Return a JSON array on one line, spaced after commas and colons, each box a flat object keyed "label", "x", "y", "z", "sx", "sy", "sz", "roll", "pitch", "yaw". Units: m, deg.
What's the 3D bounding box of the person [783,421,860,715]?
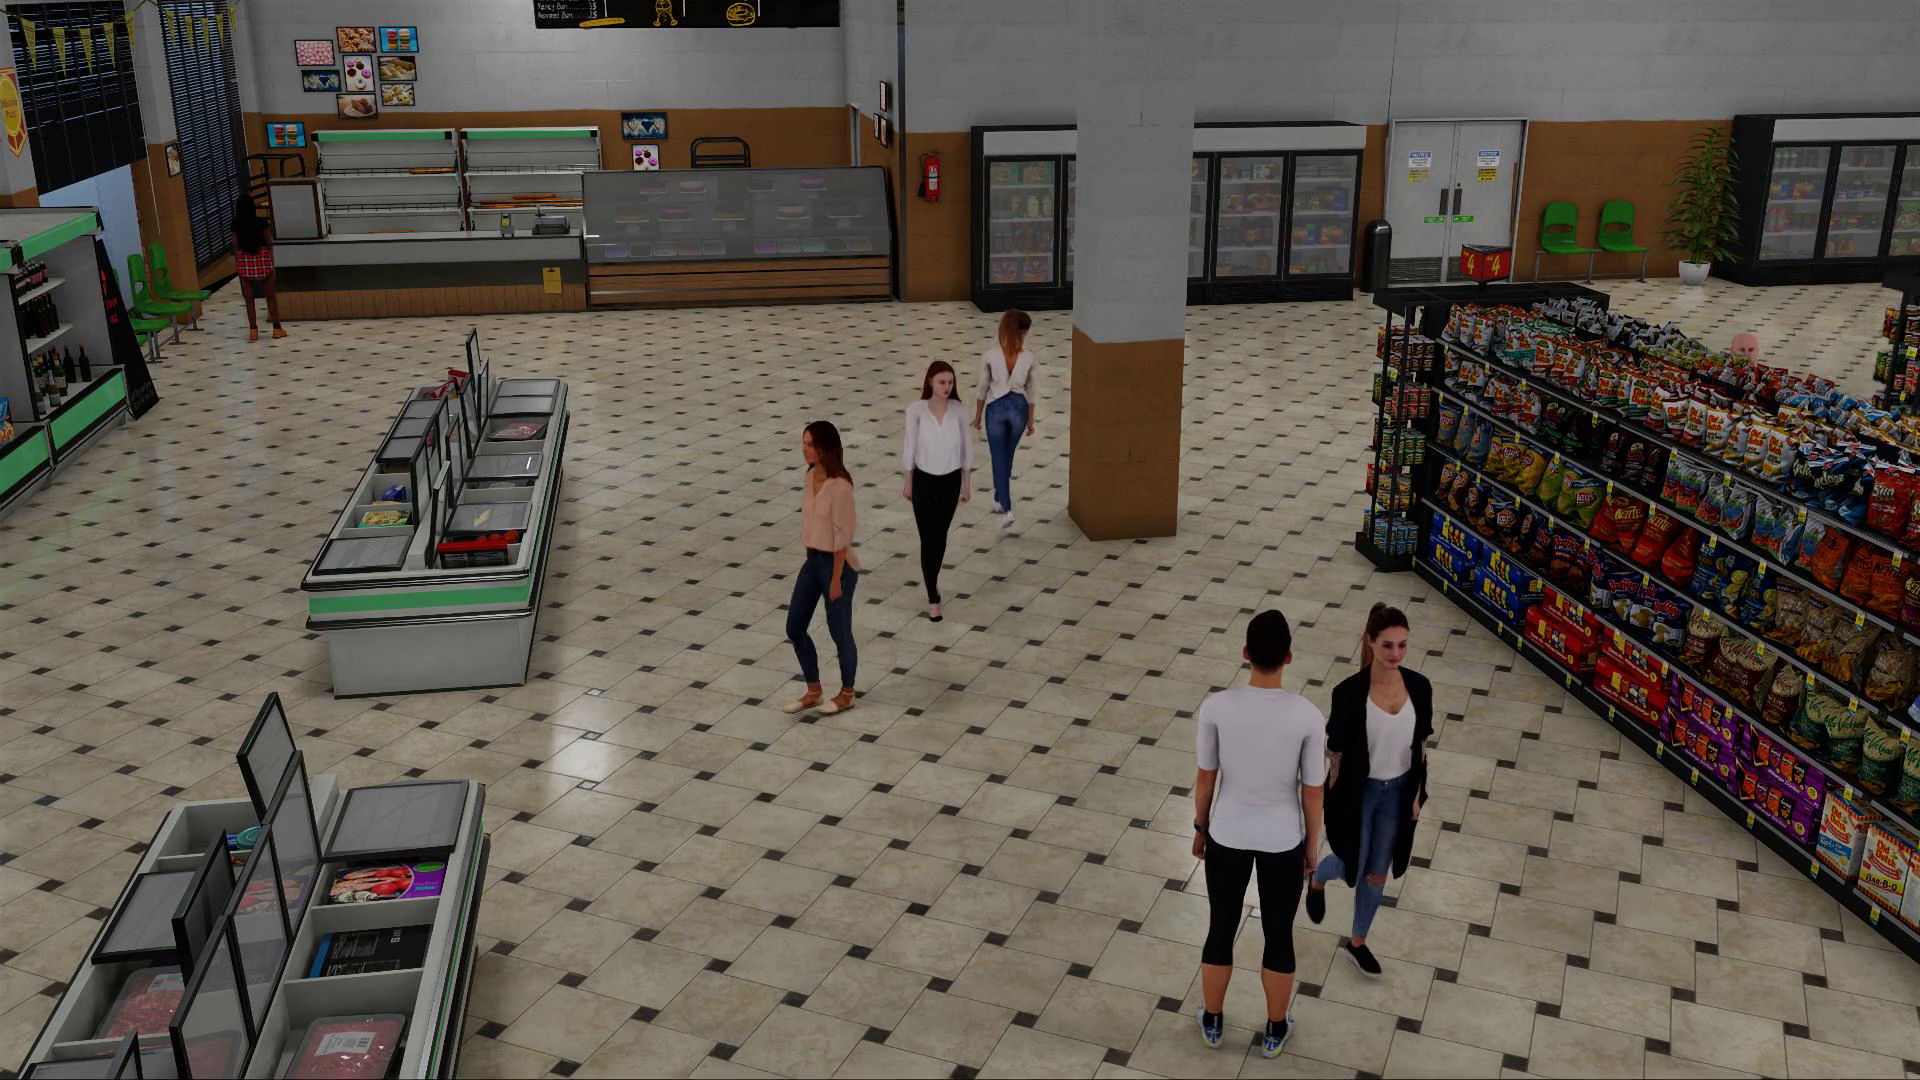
[{"label": "person", "x": -0.682, "y": 0.164, "z": 9.617, "sx": 0.817, "sy": 1.780, "sz": 0.754, "roll": -14, "pitch": 23, "yaw": -35}]

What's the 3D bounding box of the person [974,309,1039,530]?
[{"label": "person", "x": 0.368, "y": -0.900, "z": 12.920, "sx": 0.719, "sy": 1.685, "sz": 1.156, "roll": -3, "pitch": 19, "yaw": -8}]

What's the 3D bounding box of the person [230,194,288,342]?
[{"label": "person", "x": -8.414, "y": -3.263, "z": 19.862, "sx": 0.623, "sy": 1.728, "sz": 0.602, "roll": -5, "pitch": 19, "yaw": -13}]

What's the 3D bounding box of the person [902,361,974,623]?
[{"label": "person", "x": -0.173, "y": -0.362, "z": 11.256, "sx": 0.642, "sy": 1.728, "sz": 1.005, "roll": -4, "pitch": 19, "yaw": -12}]

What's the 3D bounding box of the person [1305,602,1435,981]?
[{"label": "person", "x": 1.743, "y": 1.047, "z": 7.166, "sx": 0.600, "sy": 1.673, "sz": 0.767, "roll": -3, "pitch": 19, "yaw": -8}]

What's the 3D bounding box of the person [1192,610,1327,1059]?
[{"label": "person", "x": 1.164, "y": 1.165, "z": 6.540, "sx": 0.728, "sy": 1.848, "sz": 0.698, "roll": 5, "pitch": 19, "yaw": 14}]
